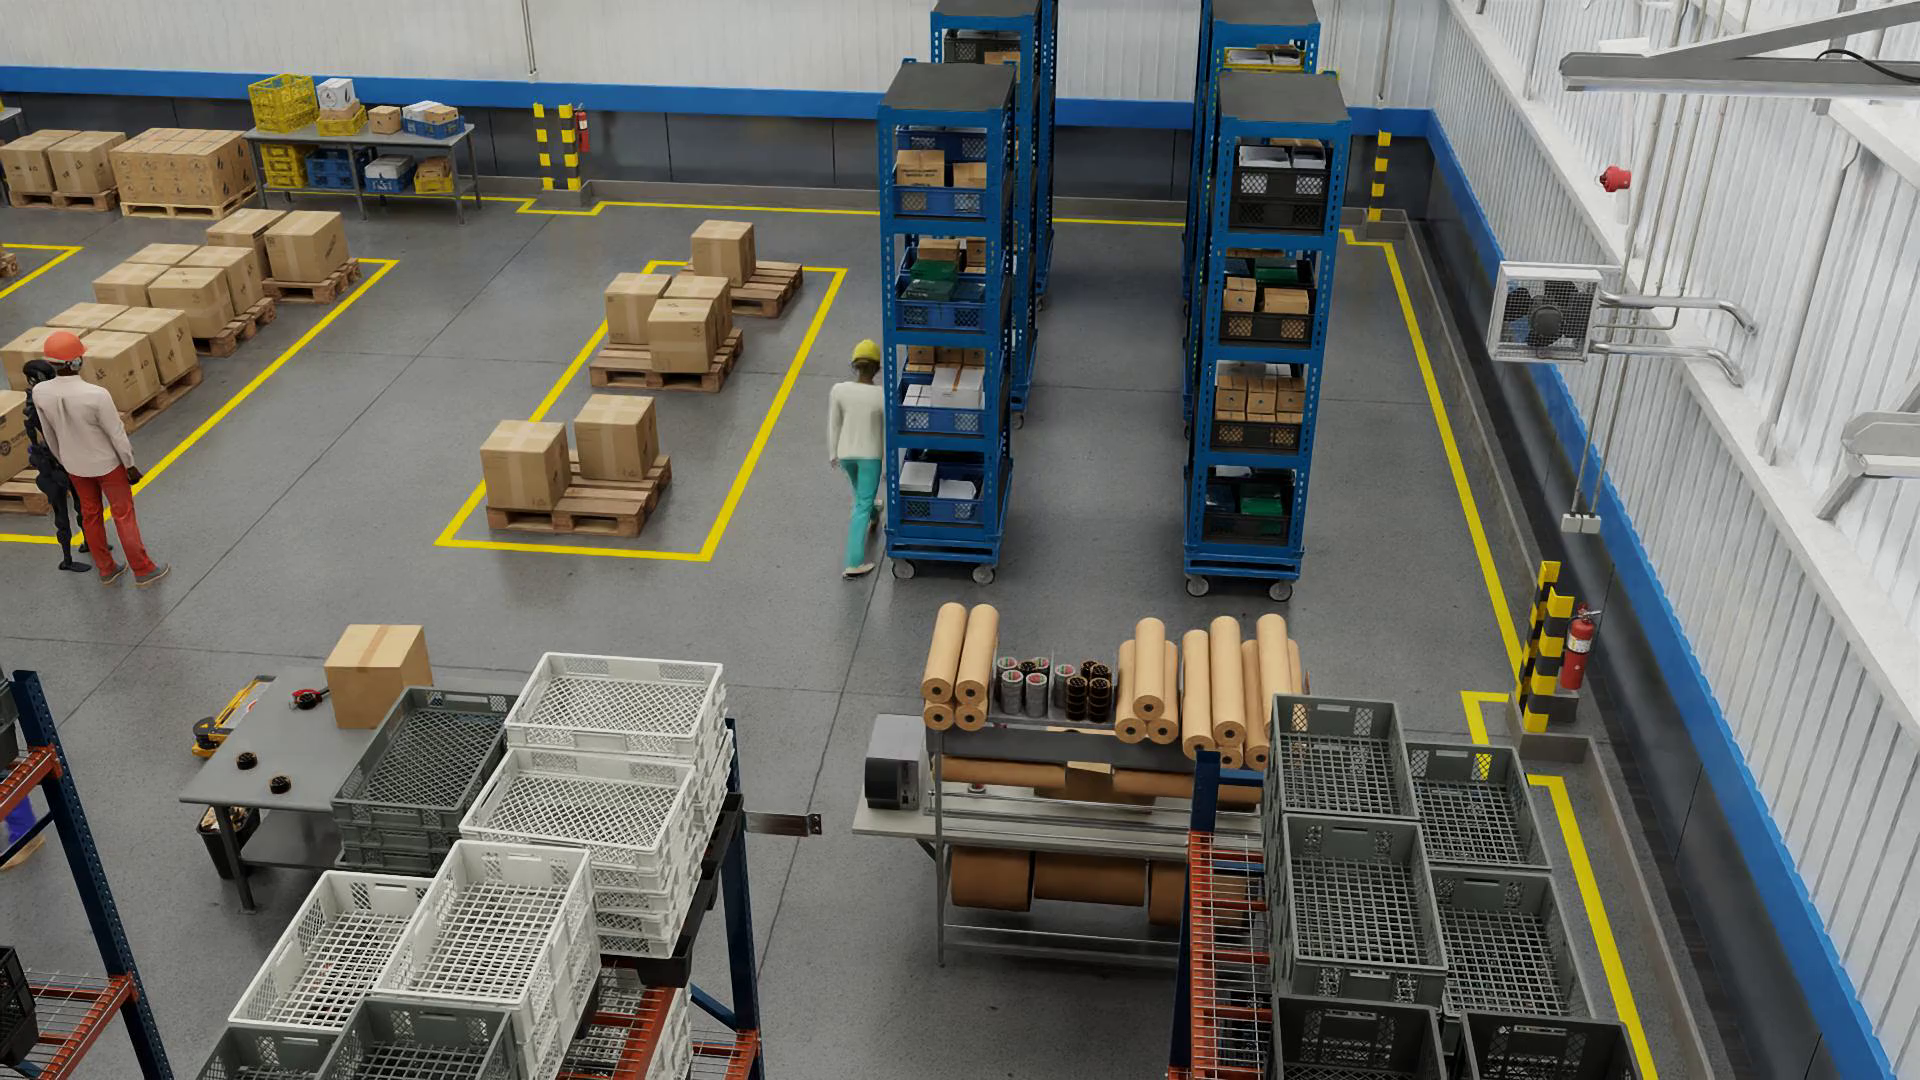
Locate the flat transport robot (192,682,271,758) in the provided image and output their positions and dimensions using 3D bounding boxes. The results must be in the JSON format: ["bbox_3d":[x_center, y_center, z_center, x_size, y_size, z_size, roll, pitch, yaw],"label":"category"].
[{"bbox_3d":[-4.089,1.163,10.648,1.431,0.197,0.652,3,30,6],"label":"flat transport robot"}]

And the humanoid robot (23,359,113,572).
[{"bbox_3d":[-6.613,-0.565,12.243,0.327,1.651,0.570,4,30,6],"label":"humanoid robot"}]

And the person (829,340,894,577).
[{"bbox_3d":[-0.716,-0.646,12.392,0.535,1.658,1.060,11,32,17],"label":"person"}]

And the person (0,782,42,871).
[{"bbox_3d":[-5.679,0.955,9.274,0.679,2.000,0.537,12,32,19],"label":"person"}]

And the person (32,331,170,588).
[{"bbox_3d":[-6.194,-0.562,11.925,0.610,1.995,0.376,4,30,7],"label":"person"}]
